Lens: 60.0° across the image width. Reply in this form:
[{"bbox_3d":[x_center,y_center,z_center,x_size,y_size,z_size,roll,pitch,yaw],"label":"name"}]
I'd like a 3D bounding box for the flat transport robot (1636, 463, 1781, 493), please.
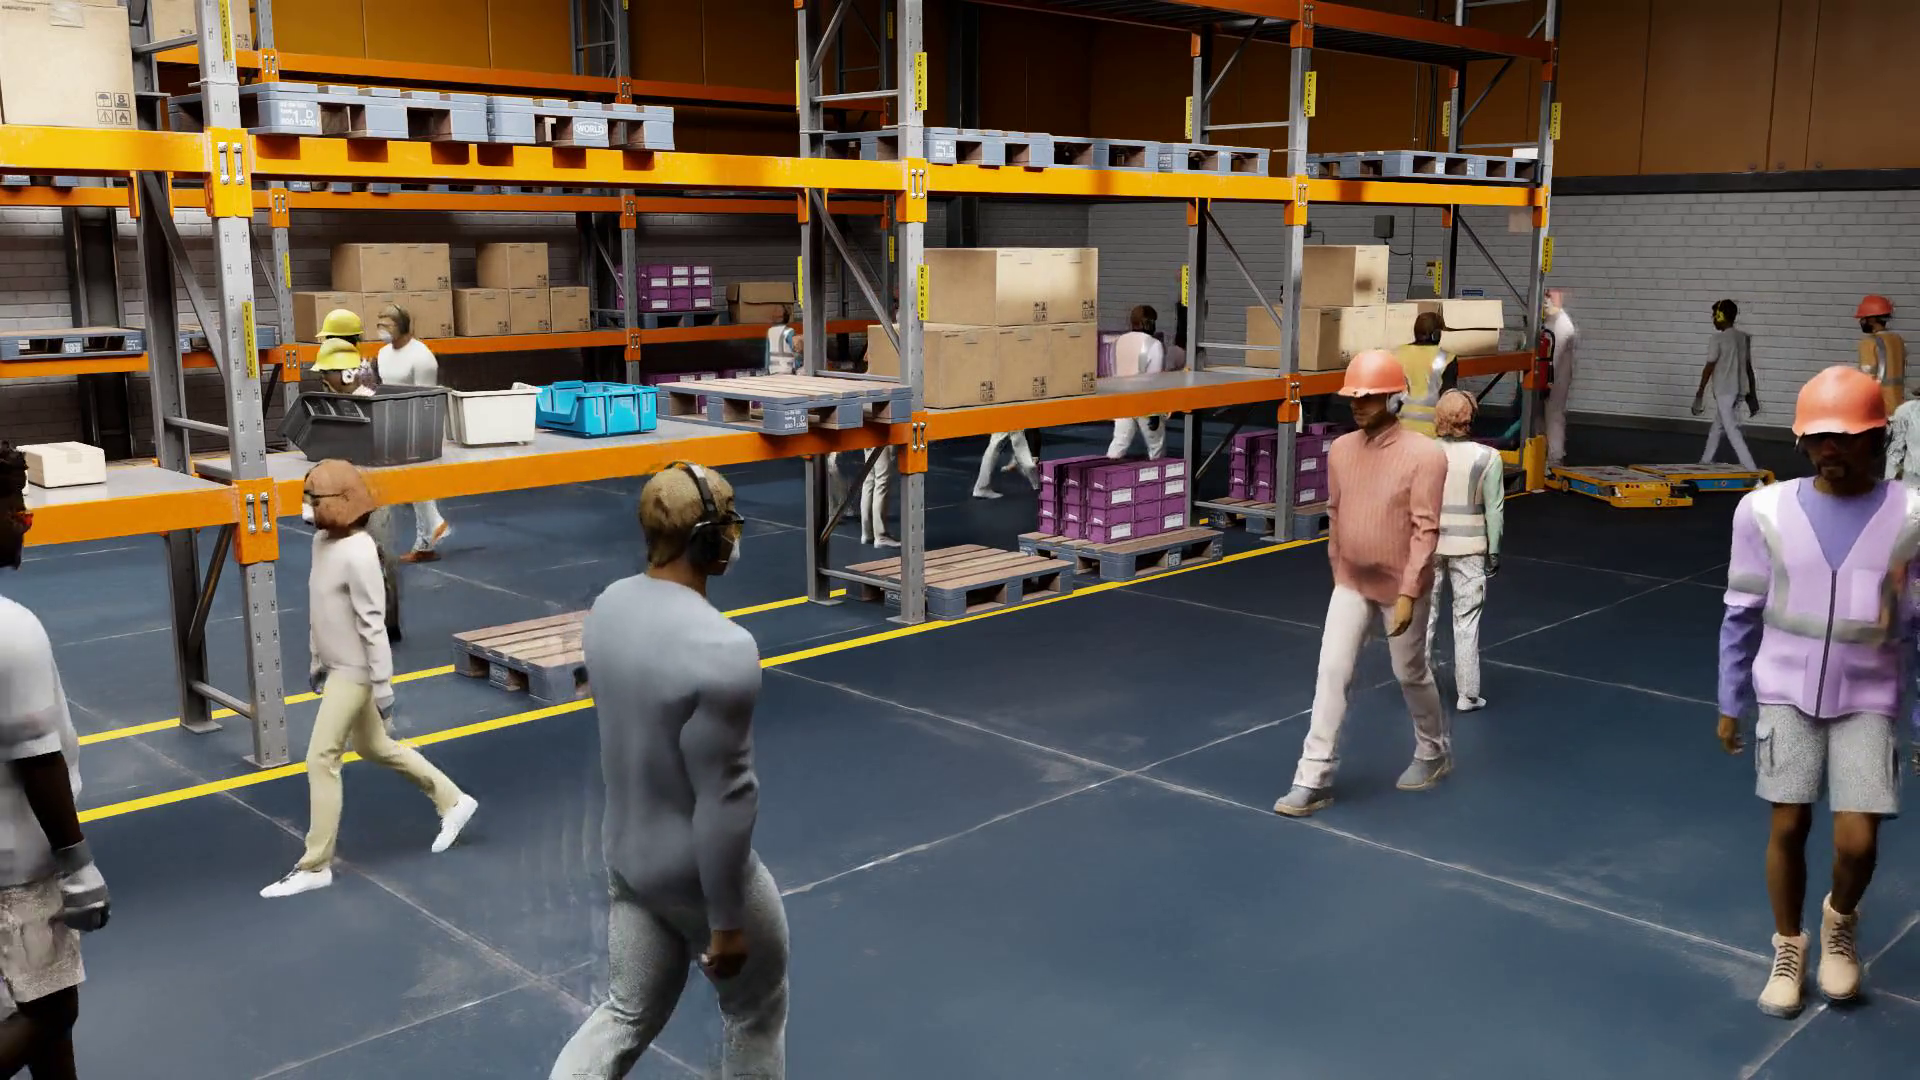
[{"bbox_3d":[6.981,-0.578,15.625,1.431,0.197,0.652,-2,11,-8],"label":"flat transport robot"}]

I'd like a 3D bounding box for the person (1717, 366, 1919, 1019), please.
[{"bbox_3d":[2.628,0.484,5.051,0.636,2.019,0.429,7,12,34],"label":"person"}]

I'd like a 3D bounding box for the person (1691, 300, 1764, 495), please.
[{"bbox_3d":[7.221,-1.347,15.648,0.596,1.811,1.010,-6,12,-29],"label":"person"}]

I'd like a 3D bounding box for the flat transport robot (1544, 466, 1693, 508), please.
[{"bbox_3d":[5.997,-0.503,15.215,0.652,0.197,1.431,-2,11,-9],"label":"flat transport robot"}]

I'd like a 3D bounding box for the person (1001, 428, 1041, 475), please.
[{"bbox_3d":[0.636,-1.503,16.770,0.317,1.698,0.540,-9,14,-40],"label":"person"}]

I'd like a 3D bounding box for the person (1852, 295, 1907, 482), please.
[{"bbox_3d":[7.756,-1.114,14.143,0.580,1.897,0.706,-5,12,-28],"label":"person"}]

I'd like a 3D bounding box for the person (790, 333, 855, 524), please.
[{"bbox_3d":[-1.183,-0.919,13.825,0.402,1.606,0.550,5,12,26],"label":"person"}]

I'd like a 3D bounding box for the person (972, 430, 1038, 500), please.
[{"bbox_3d":[0.518,-1.315,15.267,0.999,1.868,0.615,-6,12,-29],"label":"person"}]

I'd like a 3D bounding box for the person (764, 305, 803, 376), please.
[{"bbox_3d":[-2.108,-1.980,19.674,0.876,1.592,0.510,-8,13,-37],"label":"person"}]

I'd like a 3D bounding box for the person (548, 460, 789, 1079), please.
[{"bbox_3d":[-0.712,0.764,3.848,0.911,1.913,0.635,-9,14,-42],"label":"person"}]

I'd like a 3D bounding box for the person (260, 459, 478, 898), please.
[{"bbox_3d":[-2.227,0.480,6.217,0.801,1.605,0.503,-7,12,-33],"label":"person"}]

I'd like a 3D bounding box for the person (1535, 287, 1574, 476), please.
[{"bbox_3d":[5.893,-1.576,16.651,0.423,1.881,0.683,0,10,3],"label":"person"}]

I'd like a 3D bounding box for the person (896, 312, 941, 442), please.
[{"bbox_3d":[-0.444,-2.046,19.299,0.588,1.845,0.887,7,12,33],"label":"person"}]

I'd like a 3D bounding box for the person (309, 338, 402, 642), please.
[{"bbox_3d":[-3.547,-0.262,9.694,0.611,1.813,0.517,10,14,44],"label":"person"}]

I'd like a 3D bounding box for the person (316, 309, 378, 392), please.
[{"bbox_3d":[-3.984,-0.545,10.923,0.363,1.927,0.587,-5,11,-23],"label":"person"}]

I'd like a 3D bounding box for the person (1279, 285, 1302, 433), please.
[{"bbox_3d":[3.838,-2.038,19.266,0.323,1.862,0.510,3,11,15],"label":"person"}]

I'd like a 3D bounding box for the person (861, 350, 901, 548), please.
[{"bbox_3d":[-0.610,-0.754,12.868,0.268,1.630,0.507,-5,12,-26],"label":"person"}]

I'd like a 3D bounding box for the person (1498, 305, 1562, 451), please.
[{"bbox_3d":[5.944,-1.608,17.282,0.499,1.729,0.562,-1,10,-5],"label":"person"}]

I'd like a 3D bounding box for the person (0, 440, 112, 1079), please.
[{"bbox_3d":[-2.335,0.724,3.944,0.617,1.947,0.783,9,13,39],"label":"person"}]

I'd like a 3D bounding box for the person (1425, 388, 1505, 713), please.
[{"bbox_3d":[2.474,0.059,8.405,0.514,1.644,0.308,5,12,28],"label":"person"}]

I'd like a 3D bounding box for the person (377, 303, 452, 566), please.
[{"bbox_3d":[-4.017,-0.776,12.216,0.667,1.921,0.472,8,13,38],"label":"person"}]

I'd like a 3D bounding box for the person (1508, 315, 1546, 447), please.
[{"bbox_3d":[6.570,-1.953,18.970,0.994,1.793,0.525,-9,14,-40],"label":"person"}]

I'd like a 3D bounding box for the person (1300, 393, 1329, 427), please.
[{"bbox_3d":[4.408,-2.352,20.680,0.624,1.956,0.671,-4,11,-20],"label":"person"}]

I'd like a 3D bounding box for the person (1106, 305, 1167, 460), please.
[{"bbox_3d":[1.568,-1.183,14.764,0.973,1.800,0.634,-9,14,-41],"label":"person"}]

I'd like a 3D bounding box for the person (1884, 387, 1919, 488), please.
[{"bbox_3d":[5.823,-0.272,9.975,0.513,1.728,0.391,5,12,26],"label":"person"}]

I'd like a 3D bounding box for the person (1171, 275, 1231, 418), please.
[{"bbox_3d":[3.106,-2.566,21.900,0.602,1.938,1.013,-8,13,-38],"label":"person"}]

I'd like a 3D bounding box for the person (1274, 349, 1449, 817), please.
[{"bbox_3d":[1.774,0.169,7.012,1.007,1.948,0.610,-10,14,-43],"label":"person"}]

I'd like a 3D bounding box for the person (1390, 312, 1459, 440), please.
[{"bbox_3d":[3.617,-0.853,12.915,0.630,1.821,0.700,9,13,39],"label":"person"}]
